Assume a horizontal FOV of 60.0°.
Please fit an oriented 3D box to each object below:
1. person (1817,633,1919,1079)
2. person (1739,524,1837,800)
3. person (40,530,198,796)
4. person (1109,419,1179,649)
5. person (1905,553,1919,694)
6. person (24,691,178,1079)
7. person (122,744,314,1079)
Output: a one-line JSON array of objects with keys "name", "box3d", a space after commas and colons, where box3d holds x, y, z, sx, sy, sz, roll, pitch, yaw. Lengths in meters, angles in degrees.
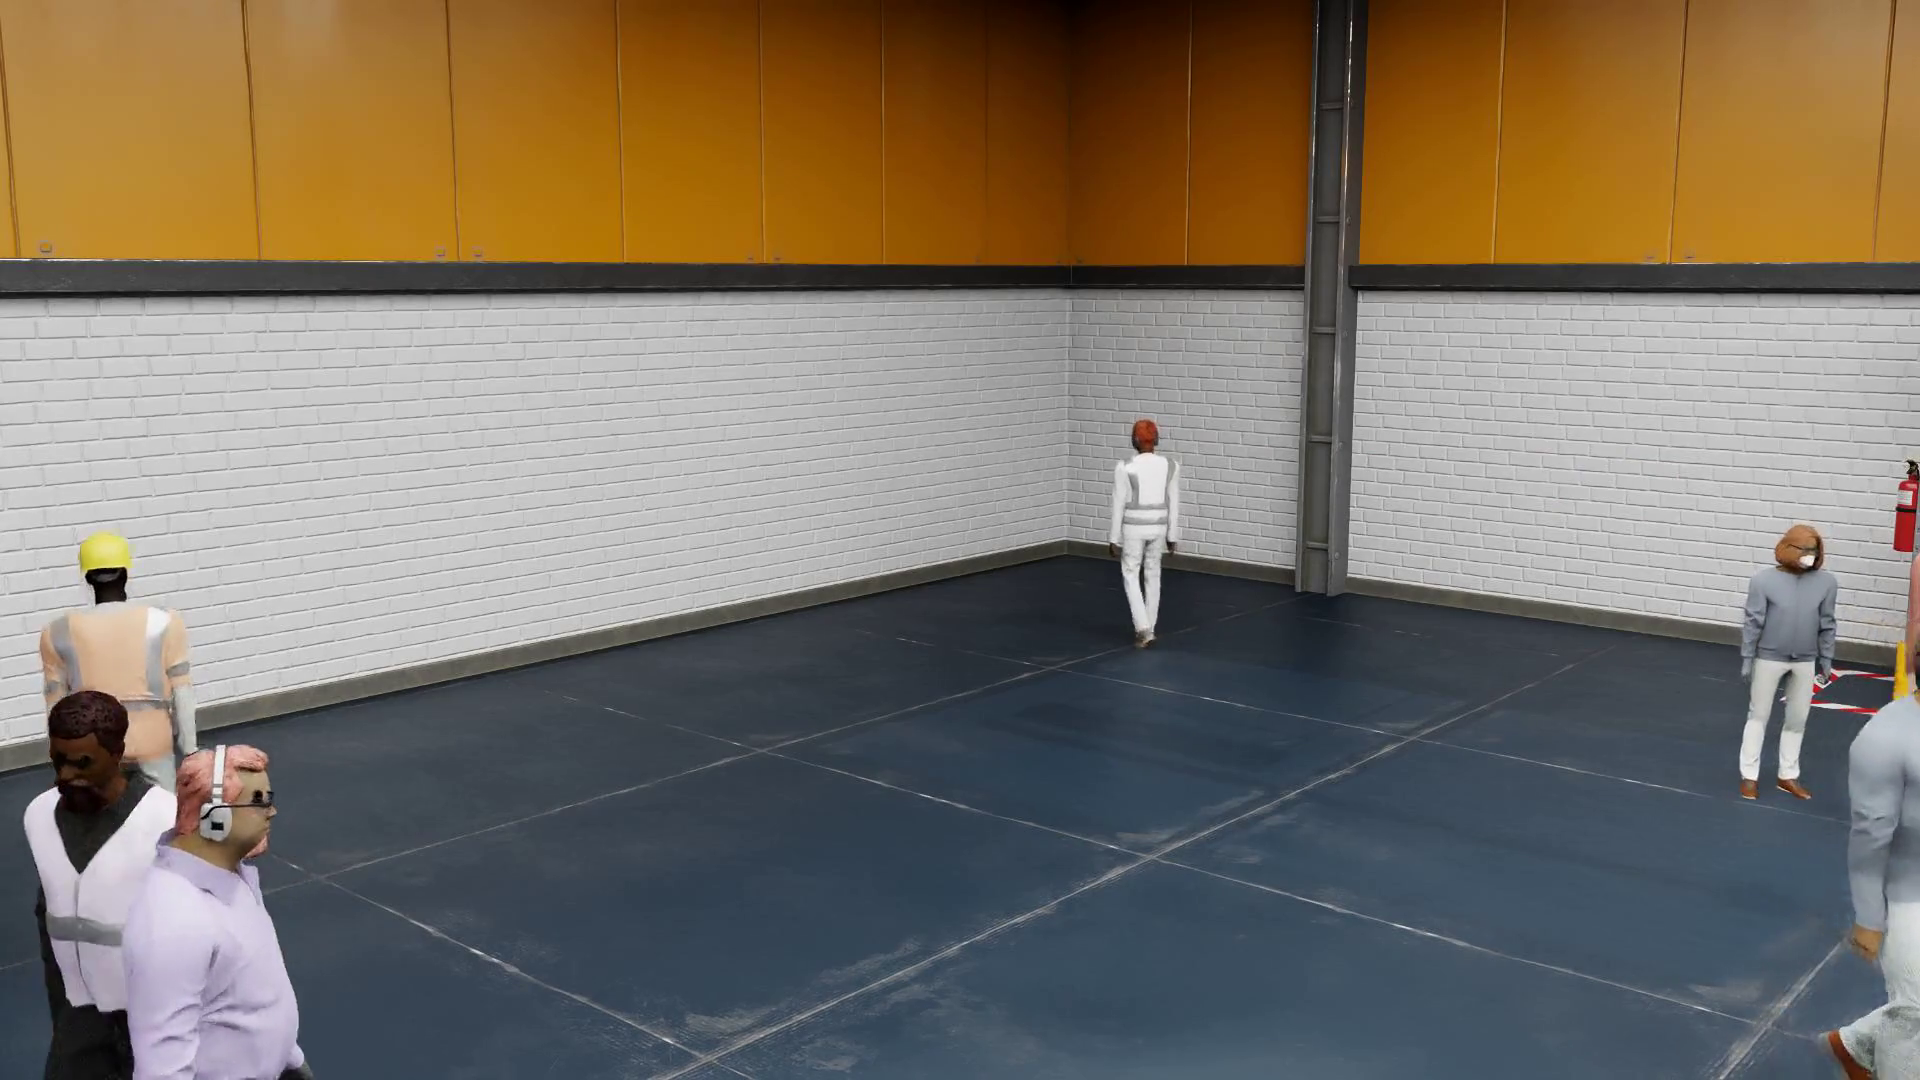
[{"name": "person", "box3d": [3.222, 1.191, 5.624, 0.642, 1.920, 0.573, -3, 10, -21]}, {"name": "person", "box3d": [4.769, 0.705, 9.604, 0.508, 1.623, 0.309, 0, 9, 2]}, {"name": "person", "box3d": [-3.716, 0.910, 7.395, 0.612, 1.913, 0.491, -3, 10, -18]}, {"name": "person", "box3d": [1.508, -0.050, 13.584, 0.593, 1.887, 0.550, -3, 9, -17]}, {"name": "person", "box3d": [5.103, 0.674, 8.629, 0.612, 1.995, 0.378, -9, 12, -43]}, {"name": "person", "box3d": [-2.402, 1.343, 4.765, 0.591, 1.893, 0.450, 2, 9, 14]}, {"name": "person", "box3d": [-1.828, 1.434, 4.303, 0.995, 1.846, 0.647, -4, 10, -21]}]
